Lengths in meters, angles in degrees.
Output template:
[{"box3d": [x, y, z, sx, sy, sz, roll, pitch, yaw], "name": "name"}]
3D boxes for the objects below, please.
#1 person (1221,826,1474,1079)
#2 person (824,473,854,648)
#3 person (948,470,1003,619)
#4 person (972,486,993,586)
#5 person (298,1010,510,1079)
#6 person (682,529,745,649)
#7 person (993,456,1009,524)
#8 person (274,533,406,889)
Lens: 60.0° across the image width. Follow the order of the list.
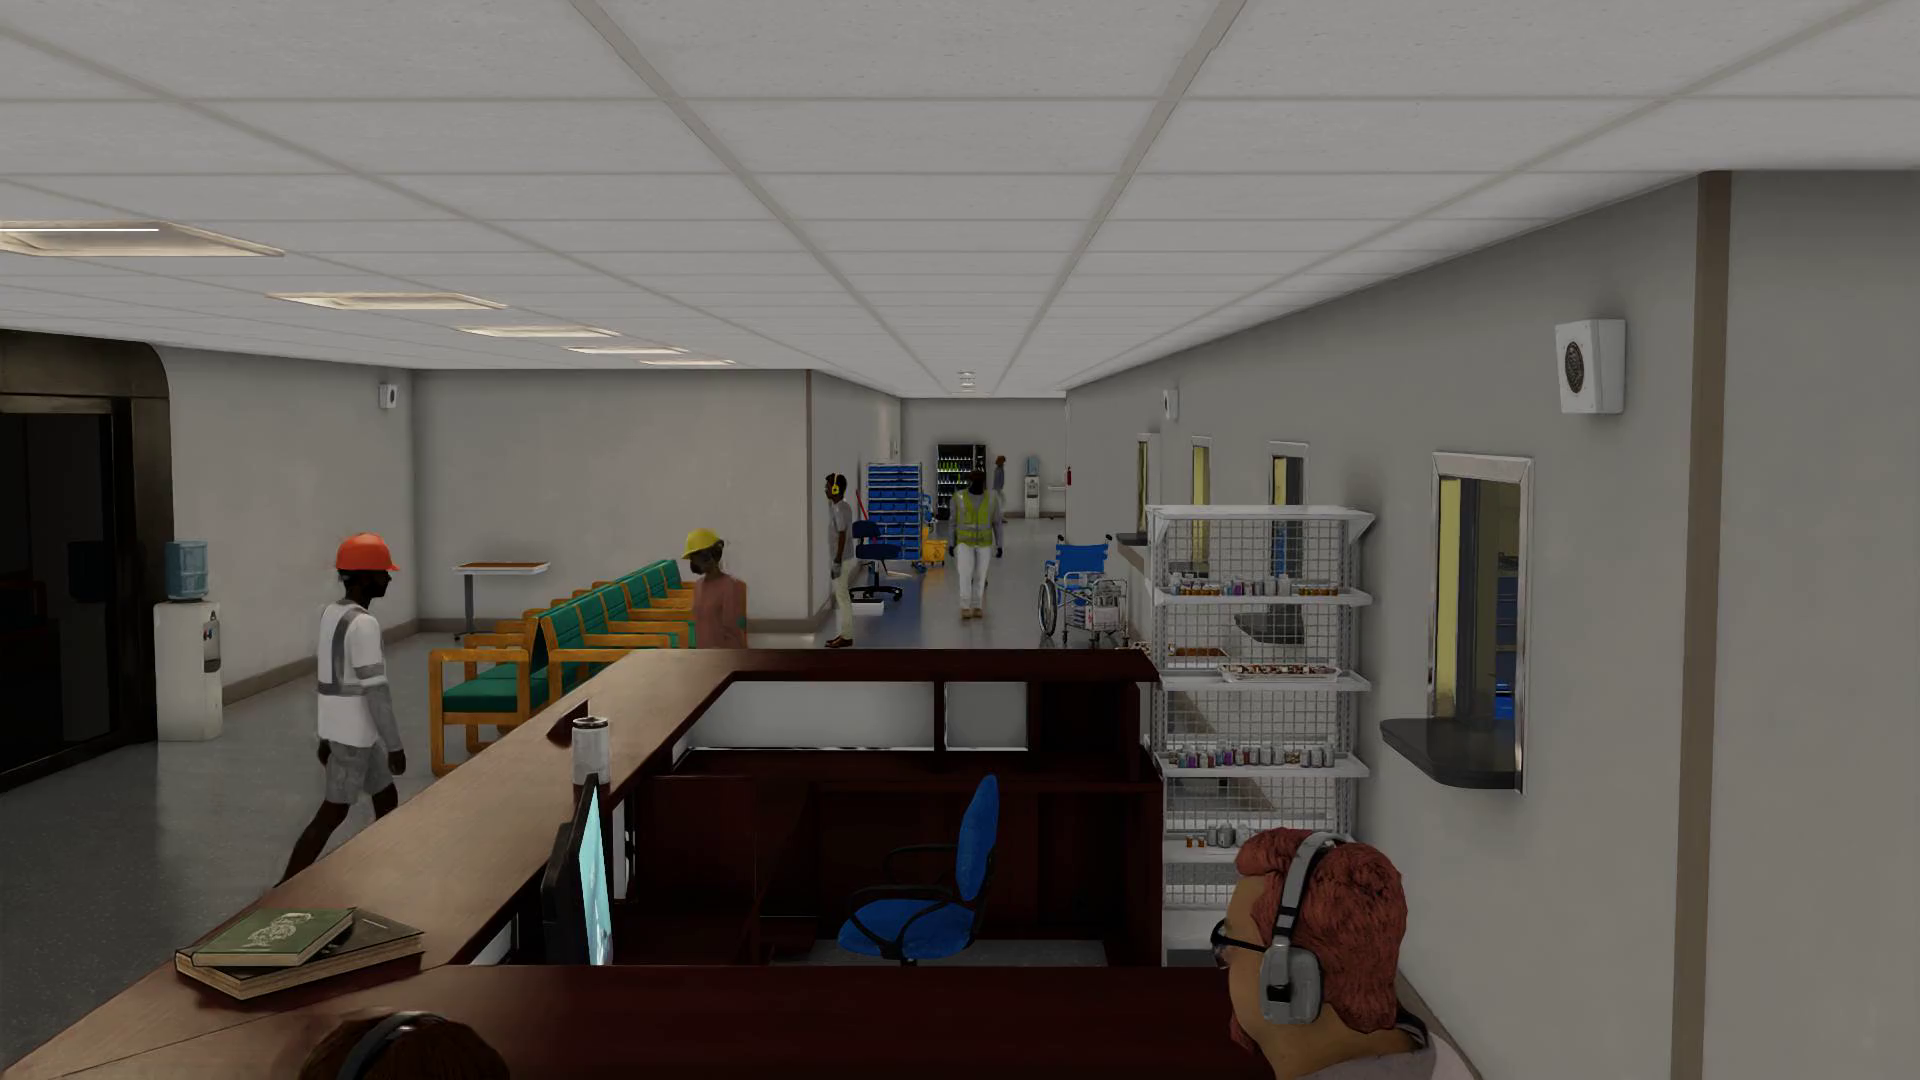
[{"box3d": [0.450, 1.316, 2.134, 0.401, 1.906, 0.651, 2, 5, 29], "name": "person"}, {"box3d": [-1.297, 0.227, 17.746, 0.329, 1.863, 0.513, 0, 4, 2], "name": "person"}, {"box3d": [0.216, 0.064, 20.246, 0.660, 1.825, 0.684, -1, 4, -11], "name": "person"}, {"box3d": [0.248, -0.114, 24.293, 0.515, 1.610, 0.705, 0, 4, -4], "name": "person"}, {"box3d": [-0.752, 1.386, 1.847, 0.718, 1.816, 0.639, 2, 4, 22], "name": "person"}, {"box3d": [-1.517, 0.790, 10.630, 0.435, 1.733, 0.548, -4, 6, -43], "name": "person"}, {"box3d": [0.947, -1.158, 38.776, 0.546, 1.616, 0.549, 1, 4, 18], "name": "person"}, {"box3d": [-2.914, 0.909, 8.013, 0.993, 1.889, 0.564, -3, 5, -32], "name": "person"}]
